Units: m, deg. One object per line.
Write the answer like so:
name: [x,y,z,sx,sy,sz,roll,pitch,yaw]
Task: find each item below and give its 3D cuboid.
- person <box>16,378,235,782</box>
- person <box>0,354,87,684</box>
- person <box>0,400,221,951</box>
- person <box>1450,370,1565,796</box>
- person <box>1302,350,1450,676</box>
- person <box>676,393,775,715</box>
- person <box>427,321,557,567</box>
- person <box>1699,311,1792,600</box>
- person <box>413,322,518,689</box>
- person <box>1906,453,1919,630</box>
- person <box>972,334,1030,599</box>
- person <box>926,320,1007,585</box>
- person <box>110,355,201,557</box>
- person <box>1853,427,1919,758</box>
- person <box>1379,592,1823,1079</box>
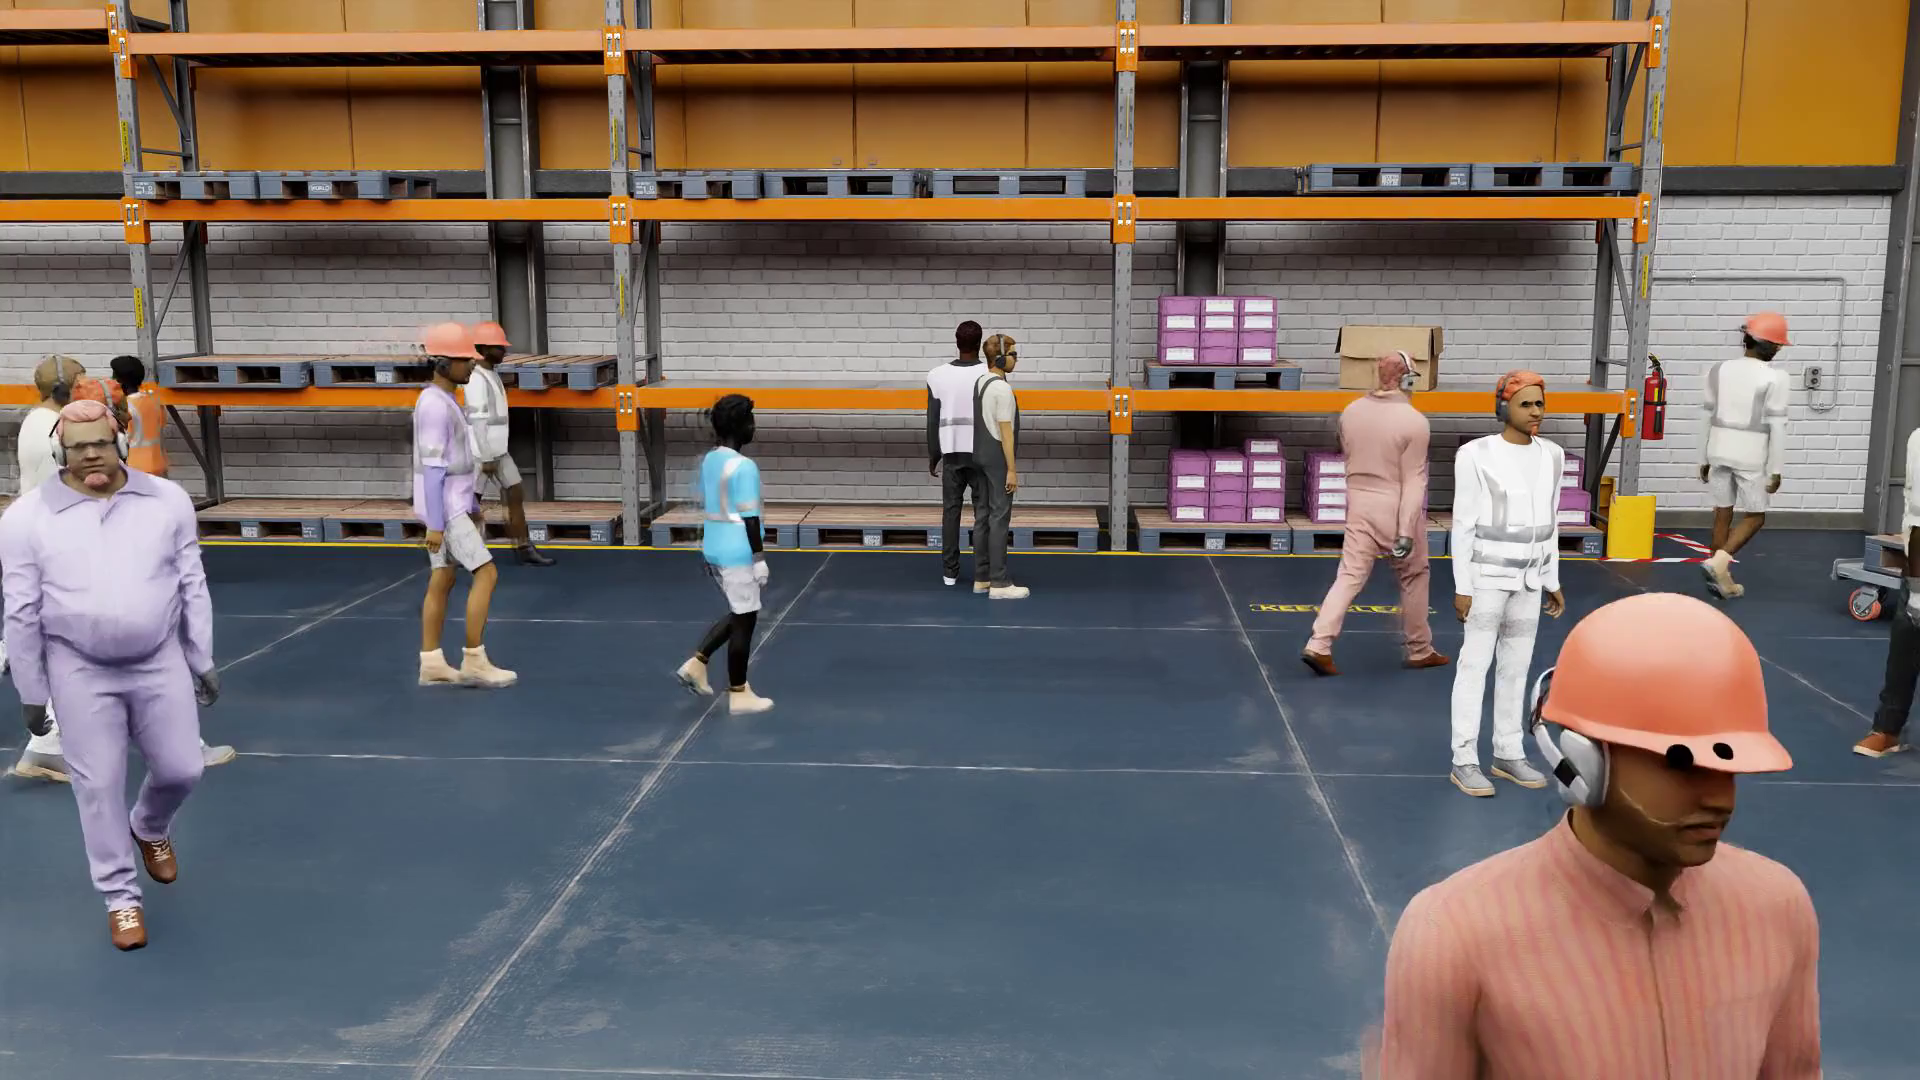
person: [-3.849,0.189,7.512,0.880,1.850,0.593,-9,13,-43]
person: [-4.521,0.032,8.252,0.885,1.908,0.635,-8,13,-40]
person: [-2.975,0.446,5.845,0.666,1.892,0.597,-7,12,-37]
person: [2.435,0.189,7.393,0.573,1.883,0.354,-4,10,-22]
person: [2.375,-0.147,9.431,0.975,1.865,0.640,-7,12,-36]
person: [-1.182,0.085,8.587,0.419,1.683,0.540,-5,11,-25]
person: [-3.636,-0.712,12.650,0.968,1.900,0.557,0,10,2]
person: [5.286,-0.548,11.337,0.629,2.013,0.638,-7,12,-36]
person: [-2.718,-0.178,9.159,0.690,2.022,0.609,-3,10,-18]
person: [4.435,0.193,7.190,0.633,1.941,0.424,4,10,21]
person: [0.265,-0.512,11.611,0.342,1.846,0.508,-4,11,-24]
person: [0.057,-0.620,12.023,0.597,1.917,0.378,2,10,10]
person: [-5.862,-0.490,11.959,0.505,1.682,0.535,0,10,1]
person: [4.807,0.068,7.968,1.032,1.941,0.624,-6,11,-30]
person: [0.825,1.031,2.204,0.617,1.979,0.498,-3,10,-18]
